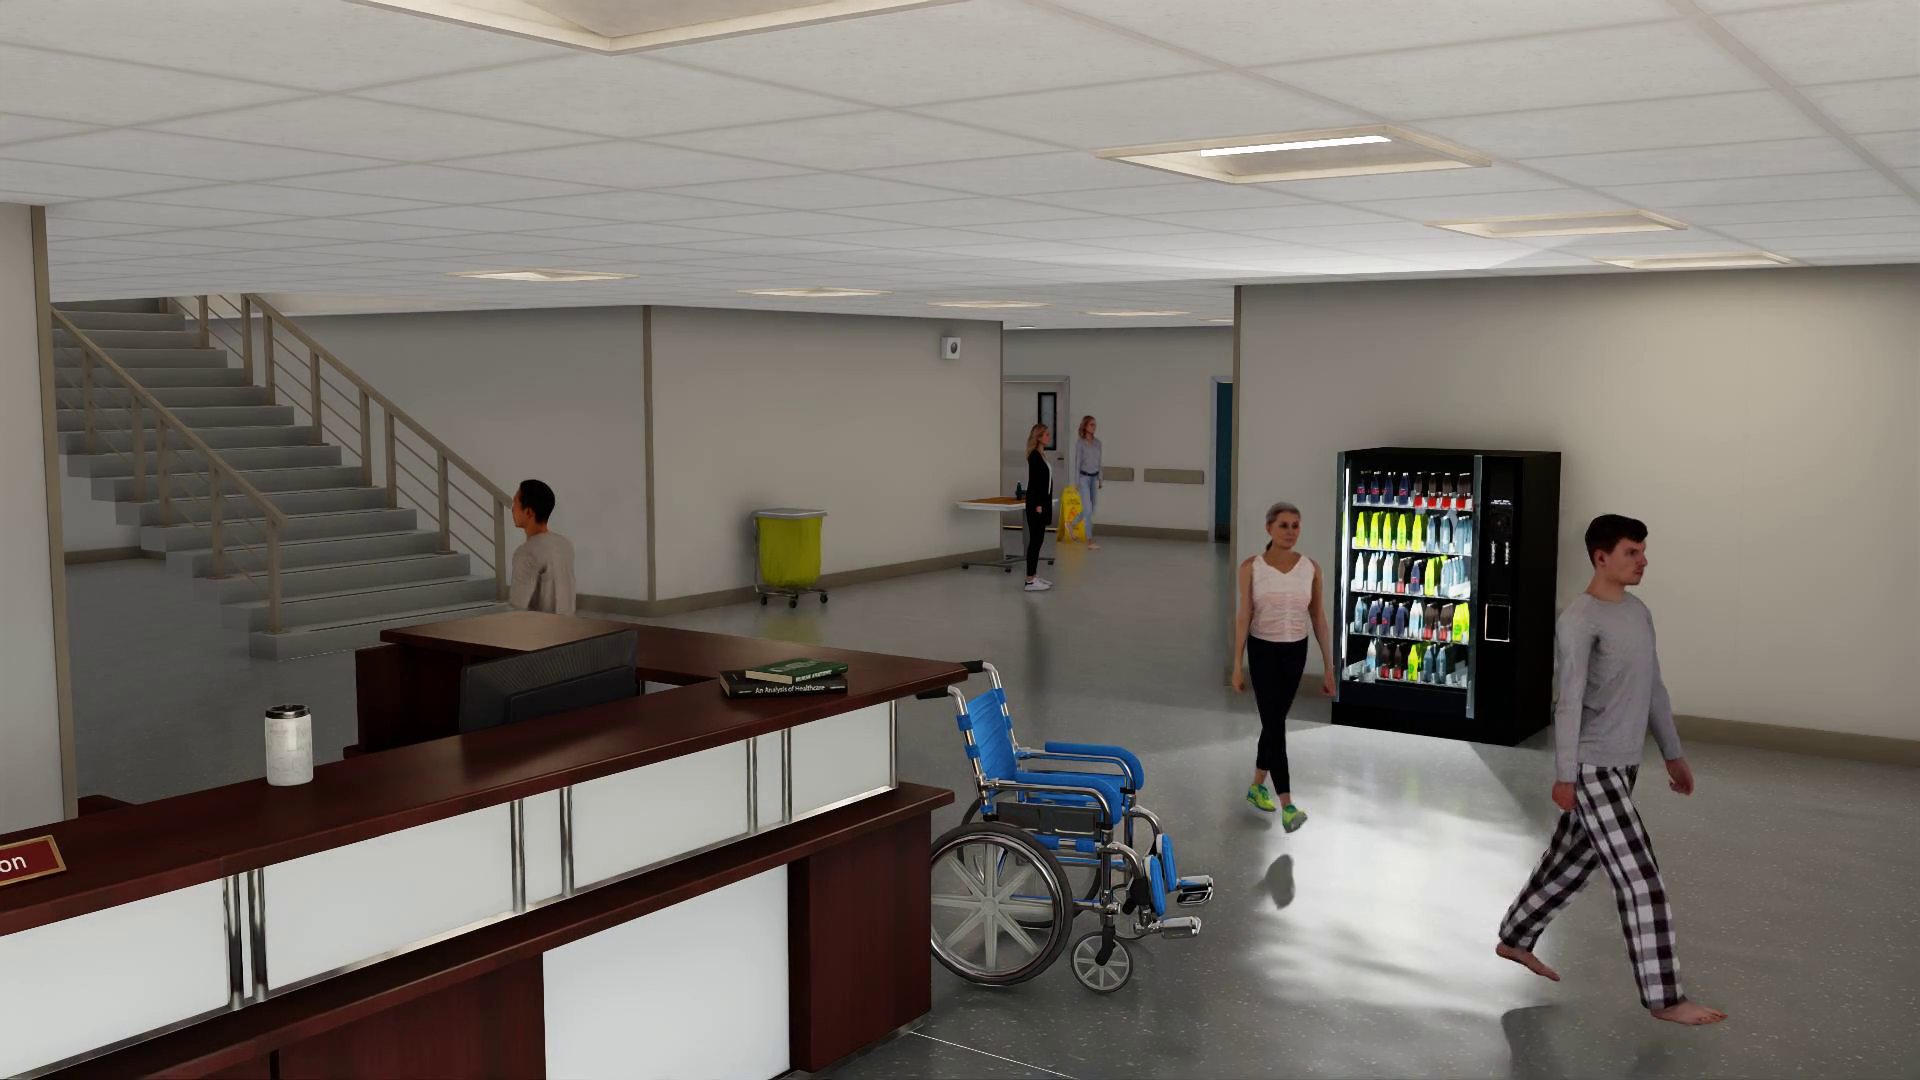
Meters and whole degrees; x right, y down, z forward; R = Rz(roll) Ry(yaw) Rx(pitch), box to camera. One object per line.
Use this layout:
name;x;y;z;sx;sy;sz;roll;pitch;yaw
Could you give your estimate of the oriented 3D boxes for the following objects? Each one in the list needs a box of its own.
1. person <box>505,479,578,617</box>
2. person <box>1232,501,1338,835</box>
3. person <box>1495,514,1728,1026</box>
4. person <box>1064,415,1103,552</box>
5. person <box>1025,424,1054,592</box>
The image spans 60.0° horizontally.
person;-2.032;0.603;8.582;1.183;1.776;0.980;1;6;8
person;1.630;0.653;8.681;1.136;1.657;1.182;-1;6;-8
person;2.312;0.833;6.185;0.815;1.800;1.206;-5;8;-41
person;1.629;-0.745;21.962;0.830;1.781;1.088;-4;7;-34
person;0.830;-0.354;17.974;0.632;1.800;0.658;1;6;14
